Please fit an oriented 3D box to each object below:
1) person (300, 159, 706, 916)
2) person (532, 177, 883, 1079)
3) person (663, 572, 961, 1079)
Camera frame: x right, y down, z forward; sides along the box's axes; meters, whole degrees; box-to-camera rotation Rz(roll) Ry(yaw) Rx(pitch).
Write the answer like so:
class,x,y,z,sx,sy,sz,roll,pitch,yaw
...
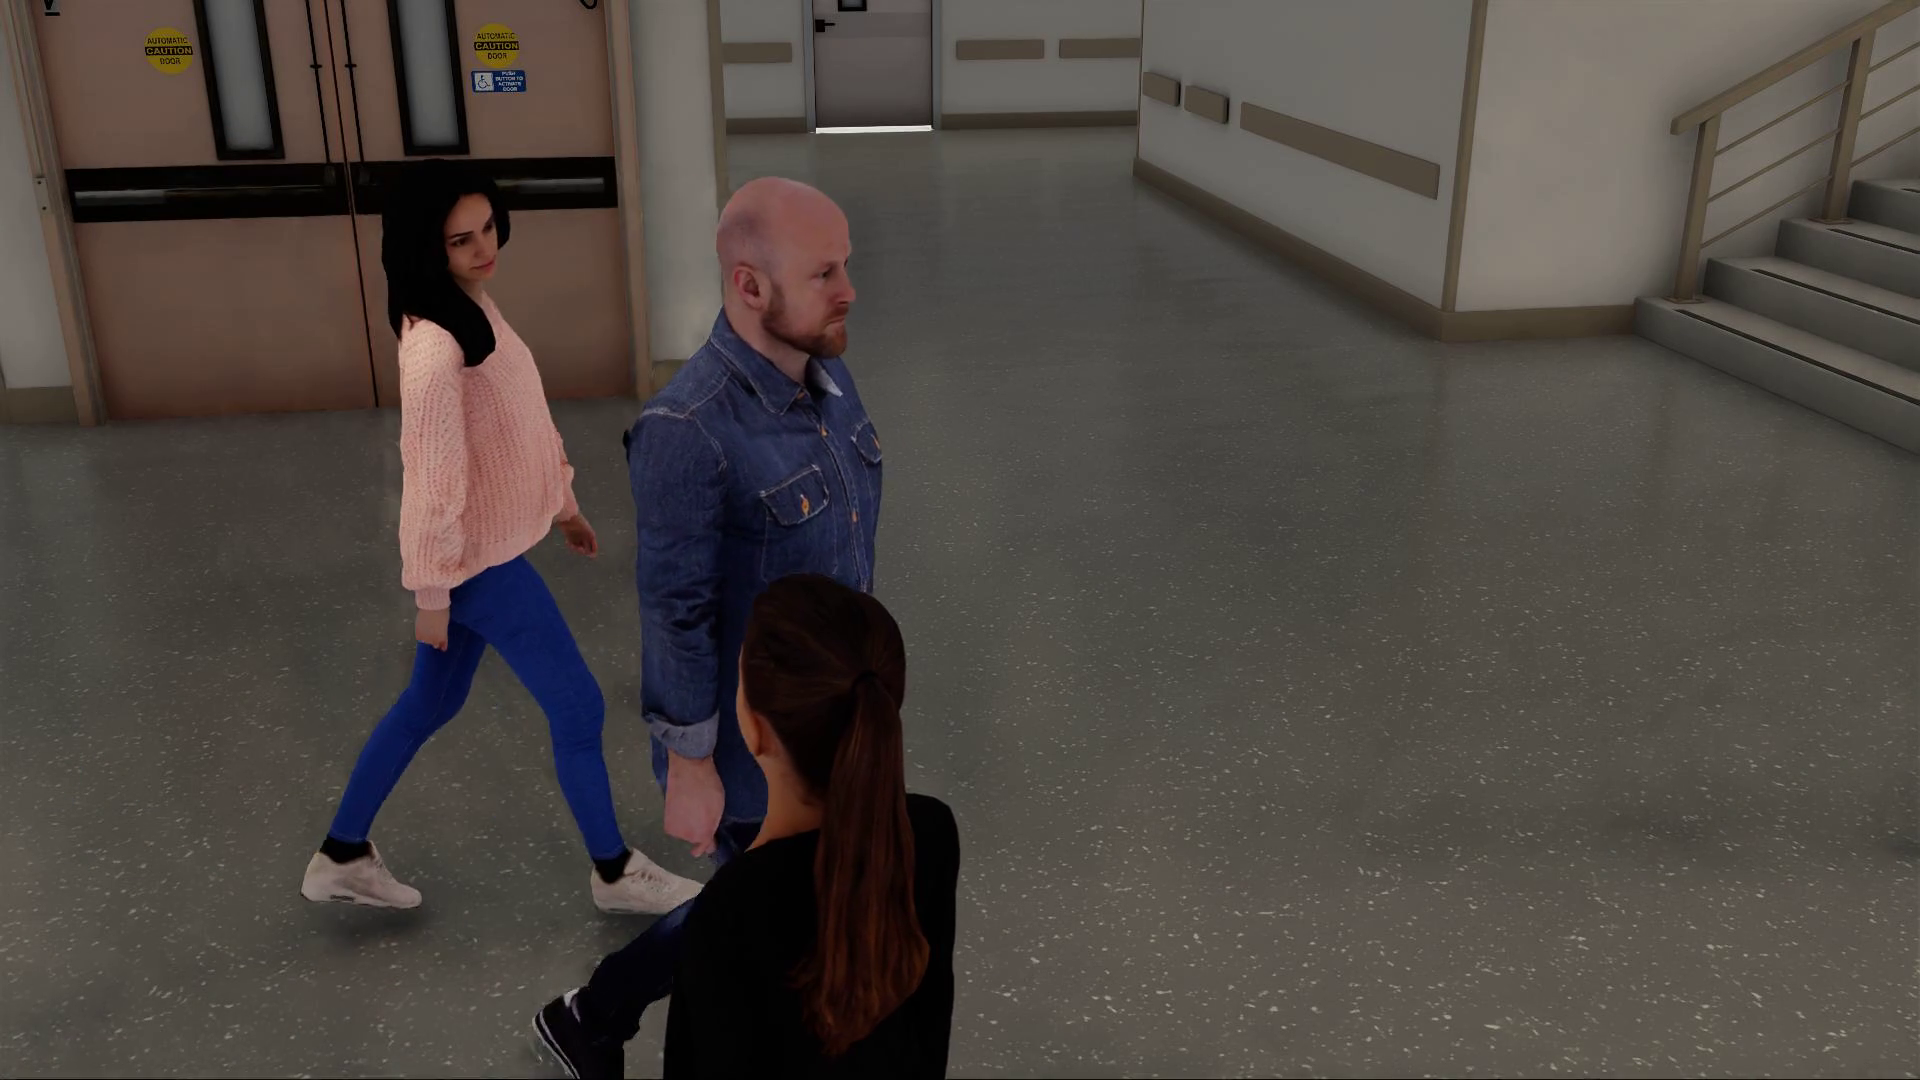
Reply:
class,x,y,z,sx,sy,sz,roll,pitch,yaw
person,-1.103,0.087,3.487,1.101,1.709,0.640,-4,21,-10
person,-0.379,0.346,2.697,1.298,1.783,1.073,6,22,15
person,-0.146,0.757,1.934,0.619,1.555,0.697,-17,27,-38
